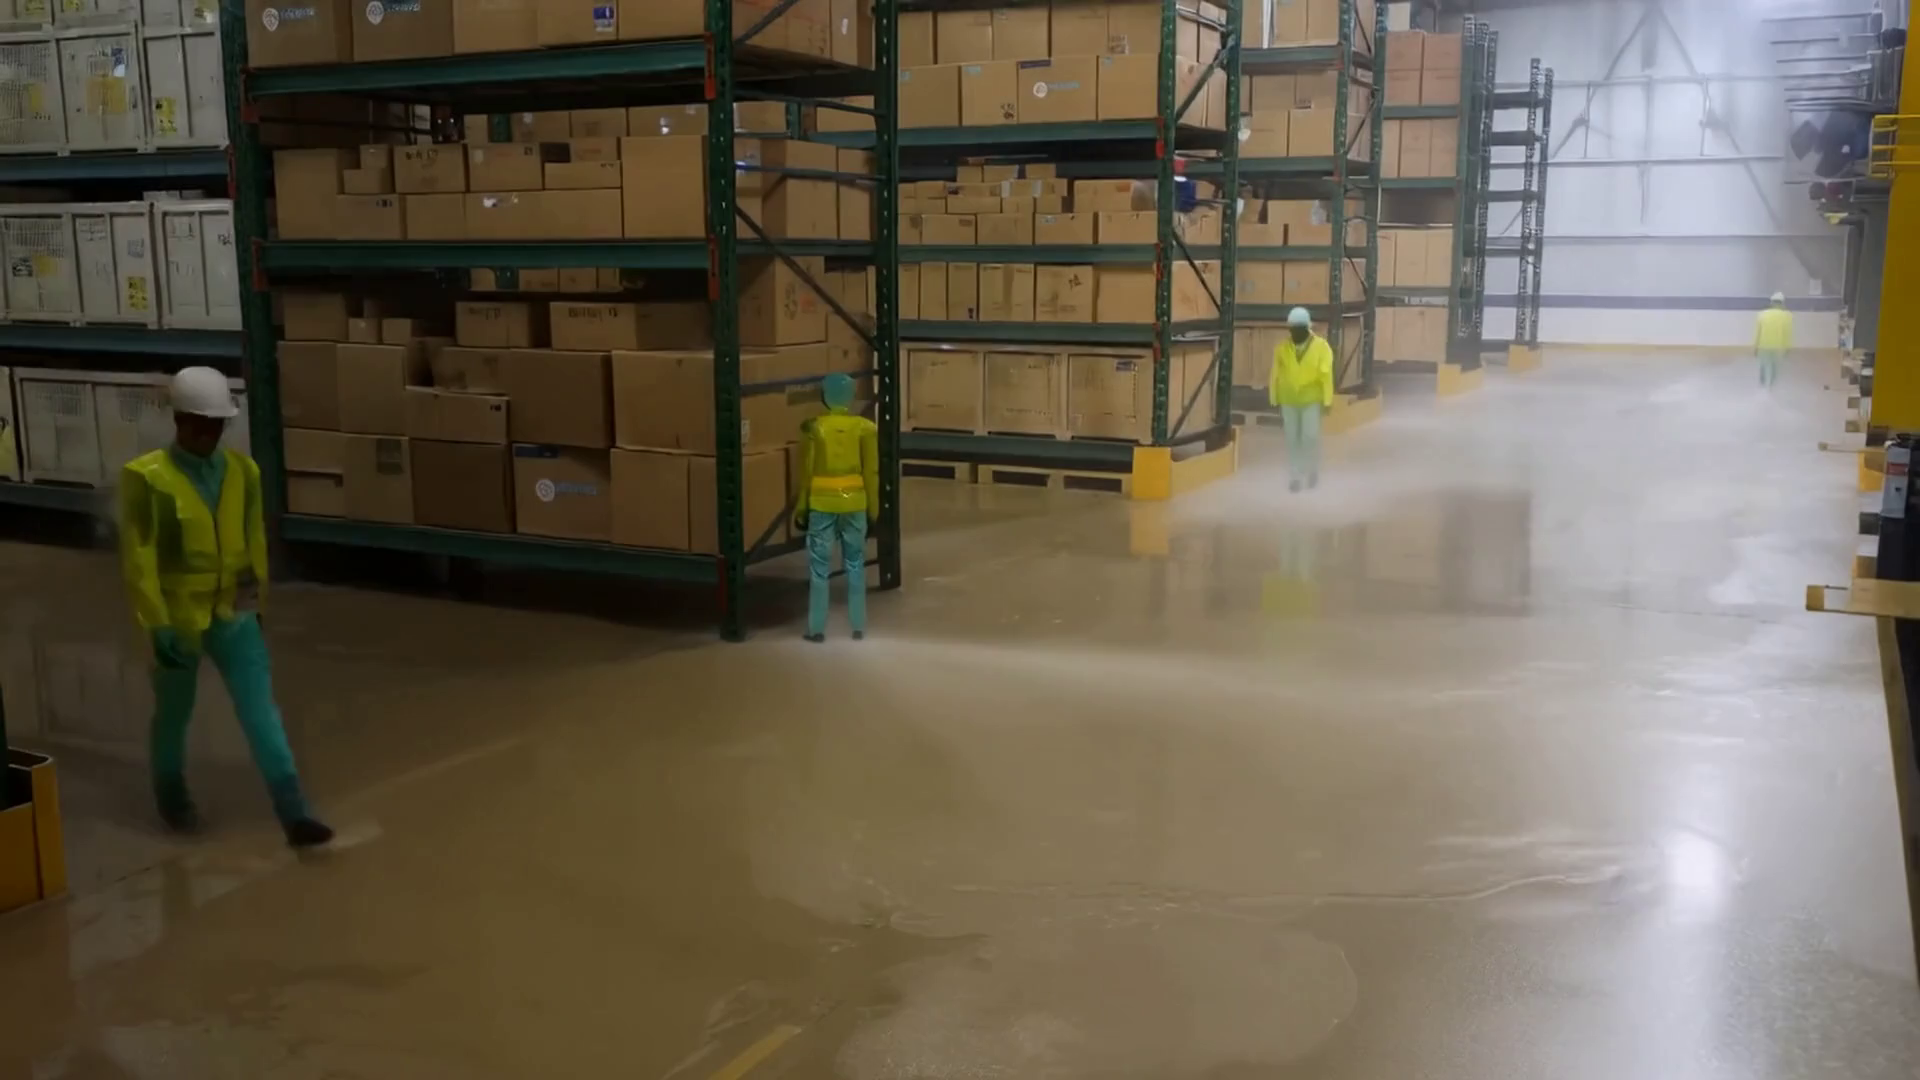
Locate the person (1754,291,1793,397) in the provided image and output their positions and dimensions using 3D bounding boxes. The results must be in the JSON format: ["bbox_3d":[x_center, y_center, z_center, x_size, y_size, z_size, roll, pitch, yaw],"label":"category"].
[{"bbox_3d":[13.189,-3.178,26.998,0.566,1.724,0.766,5,11,27],"label":"person"}]

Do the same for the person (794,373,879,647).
[{"bbox_3d":[-0.726,-0.178,9.896,0.523,1.631,0.318,-4,11,-23],"label":"person"}]

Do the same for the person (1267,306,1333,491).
[{"bbox_3d":[3.317,-1.372,16.257,0.625,1.815,0.436,4,11,21],"label":"person"}]

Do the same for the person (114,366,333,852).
[{"bbox_3d":[-2.888,0.289,6.416,0.969,1.895,0.618,8,12,37],"label":"person"}]
